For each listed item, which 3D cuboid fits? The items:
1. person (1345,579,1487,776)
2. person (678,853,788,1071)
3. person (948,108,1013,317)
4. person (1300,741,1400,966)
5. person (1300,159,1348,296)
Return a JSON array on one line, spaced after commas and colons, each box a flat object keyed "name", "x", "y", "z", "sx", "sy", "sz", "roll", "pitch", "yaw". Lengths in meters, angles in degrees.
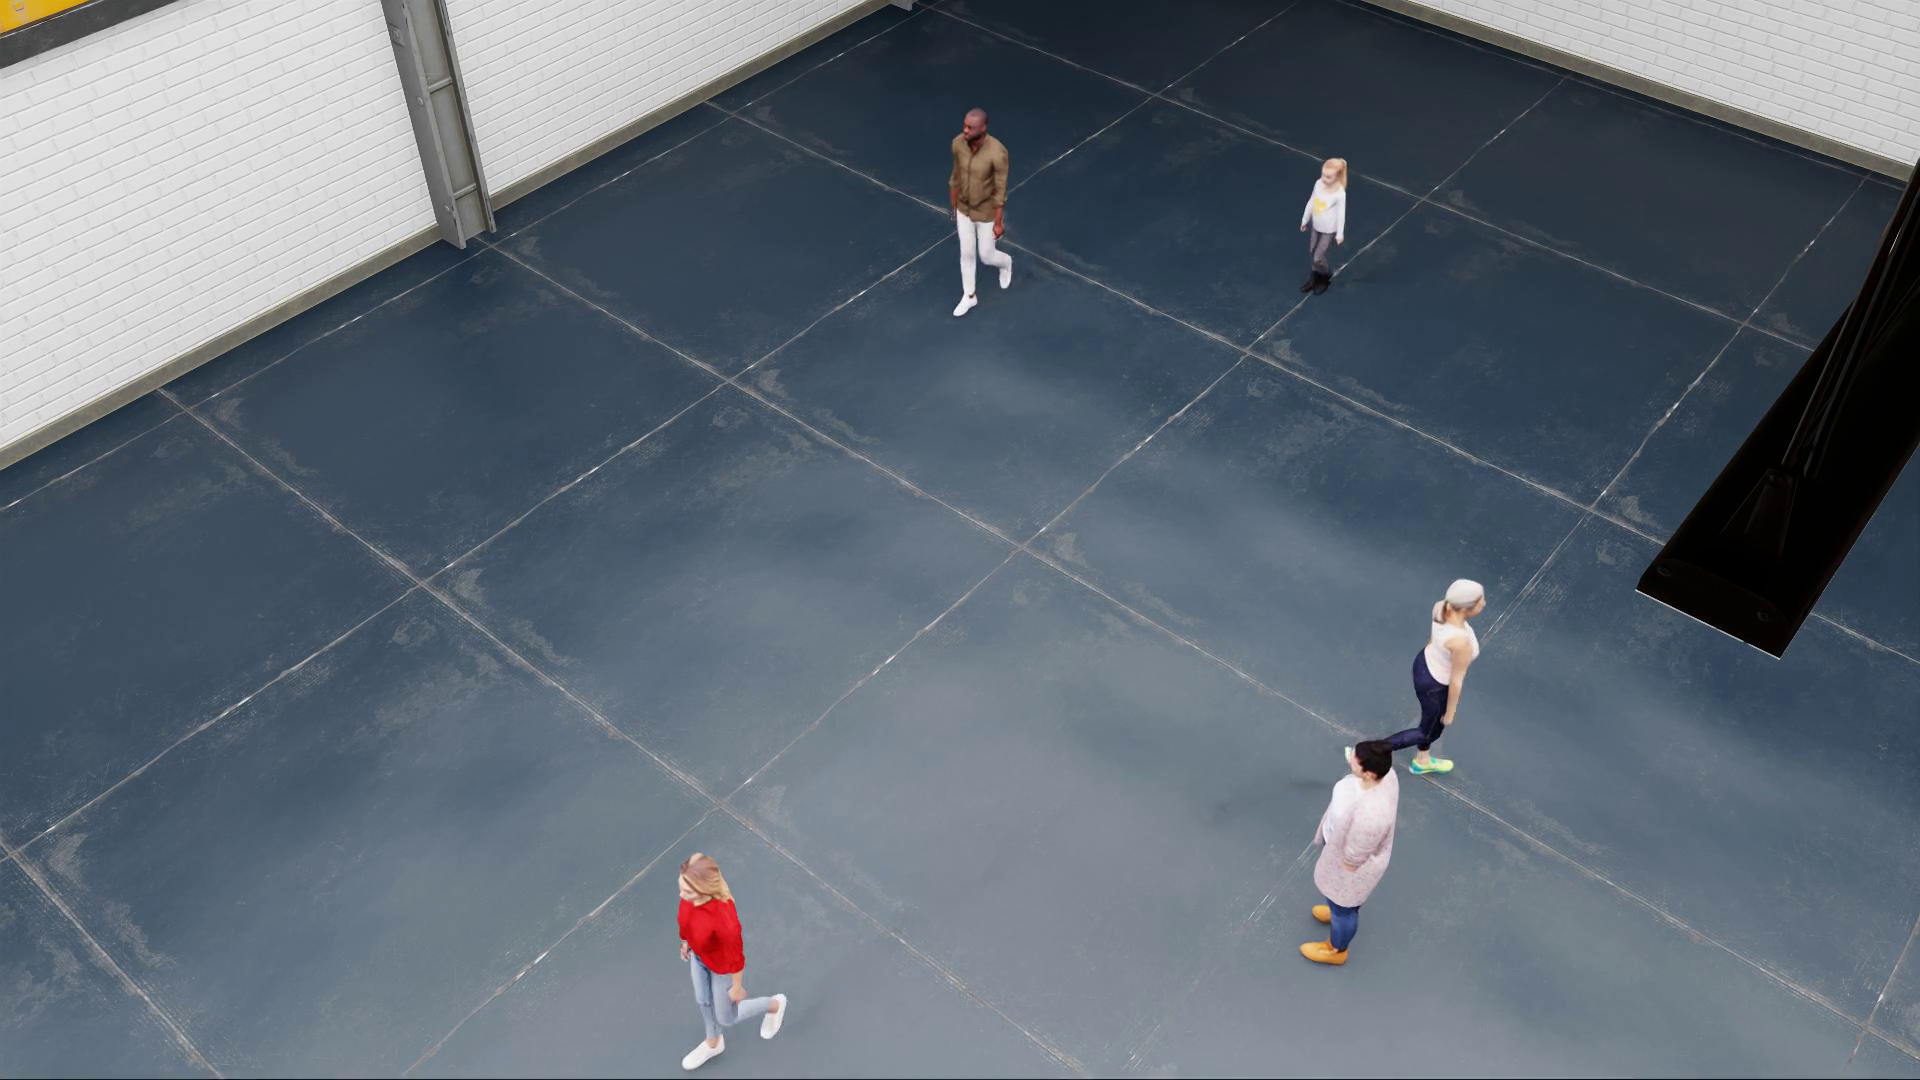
[{"name": "person", "x": 2.731, "y": 0.866, "z": 9.870, "sx": 1.028, "sy": 1.685, "sz": 0.988, "roll": -2, "pitch": 44, "yaw": -2}, {"name": "person", "x": -1.205, "y": 2.126, "z": 8.541, "sx": 0.898, "sy": 1.694, "sz": 0.727, "roll": -29, "pitch": 51, "yaw": -27}, {"name": "person", "x": 0.199, "y": -2.697, "z": 13.521, "sx": 0.764, "sy": 1.808, "sz": 0.915, "roll": 26, "pitch": 49, "yaw": 25}, {"name": "person", "x": 2.153, "y": 1.665, "z": 8.989, "sx": 0.831, "sy": 1.743, "sz": 0.705, "roll": 12, "pitch": 45, "yaw": 13}, {"name": "person", "x": 3.085, "y": -2.624, "z": 13.835, "sx": 0.595, "sy": 1.270, "sz": 0.572, "roll": -23, "pitch": 48, "yaw": -22}]
